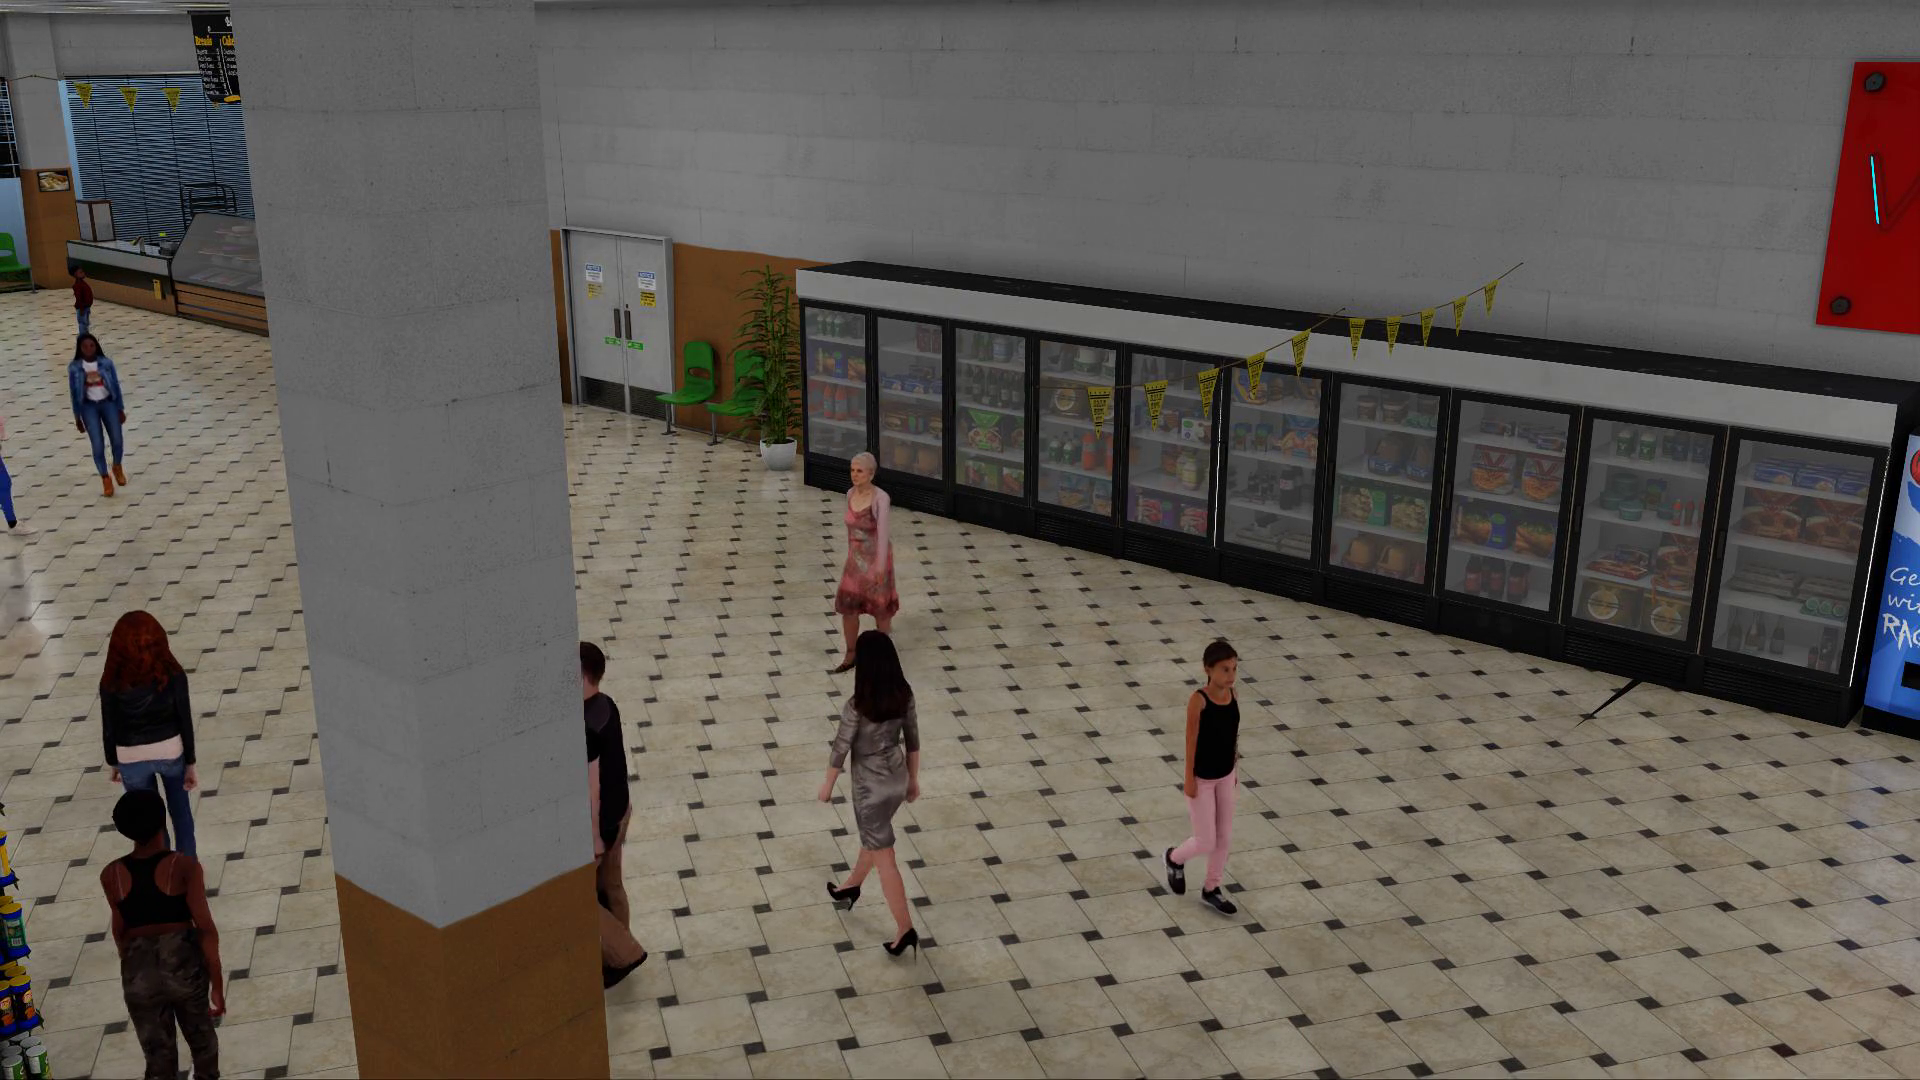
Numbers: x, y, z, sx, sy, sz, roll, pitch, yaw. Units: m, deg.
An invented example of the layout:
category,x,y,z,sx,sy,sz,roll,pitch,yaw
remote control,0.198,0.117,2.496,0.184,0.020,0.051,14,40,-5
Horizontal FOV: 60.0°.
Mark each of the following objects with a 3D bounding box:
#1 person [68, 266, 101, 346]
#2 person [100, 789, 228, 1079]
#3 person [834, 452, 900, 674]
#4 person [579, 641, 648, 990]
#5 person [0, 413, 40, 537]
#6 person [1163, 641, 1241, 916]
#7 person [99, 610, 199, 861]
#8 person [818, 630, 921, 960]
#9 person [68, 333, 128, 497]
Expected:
category,x,y,z,sx,sy,sz,roll,pitch,yaw
person,-13.442,-3.573,25.470,0.642,1.254,0.591,-3,17,-10
person,-3.269,1.874,6.844,1.121,1.654,1.069,-2,17,-7
person,-0.633,0.149,12.494,0.673,1.671,0.819,9,19,27
person,-1.721,1.366,8.215,0.900,1.829,0.828,1,17,2
person,-9.259,-0.838,15.633,1.195,1.736,1.032,-7,18,-21
person,1.314,1.268,9.010,0.719,1.554,0.705,-10,20,-30
person,-4.196,1.260,8.694,1.083,1.753,0.854,-11,20,-32
person,-0.361,1.340,8.514,0.726,1.706,0.973,15,23,41
person,-8.939,-1.318,17.272,0.735,1.702,0.810,-10,20,-30
